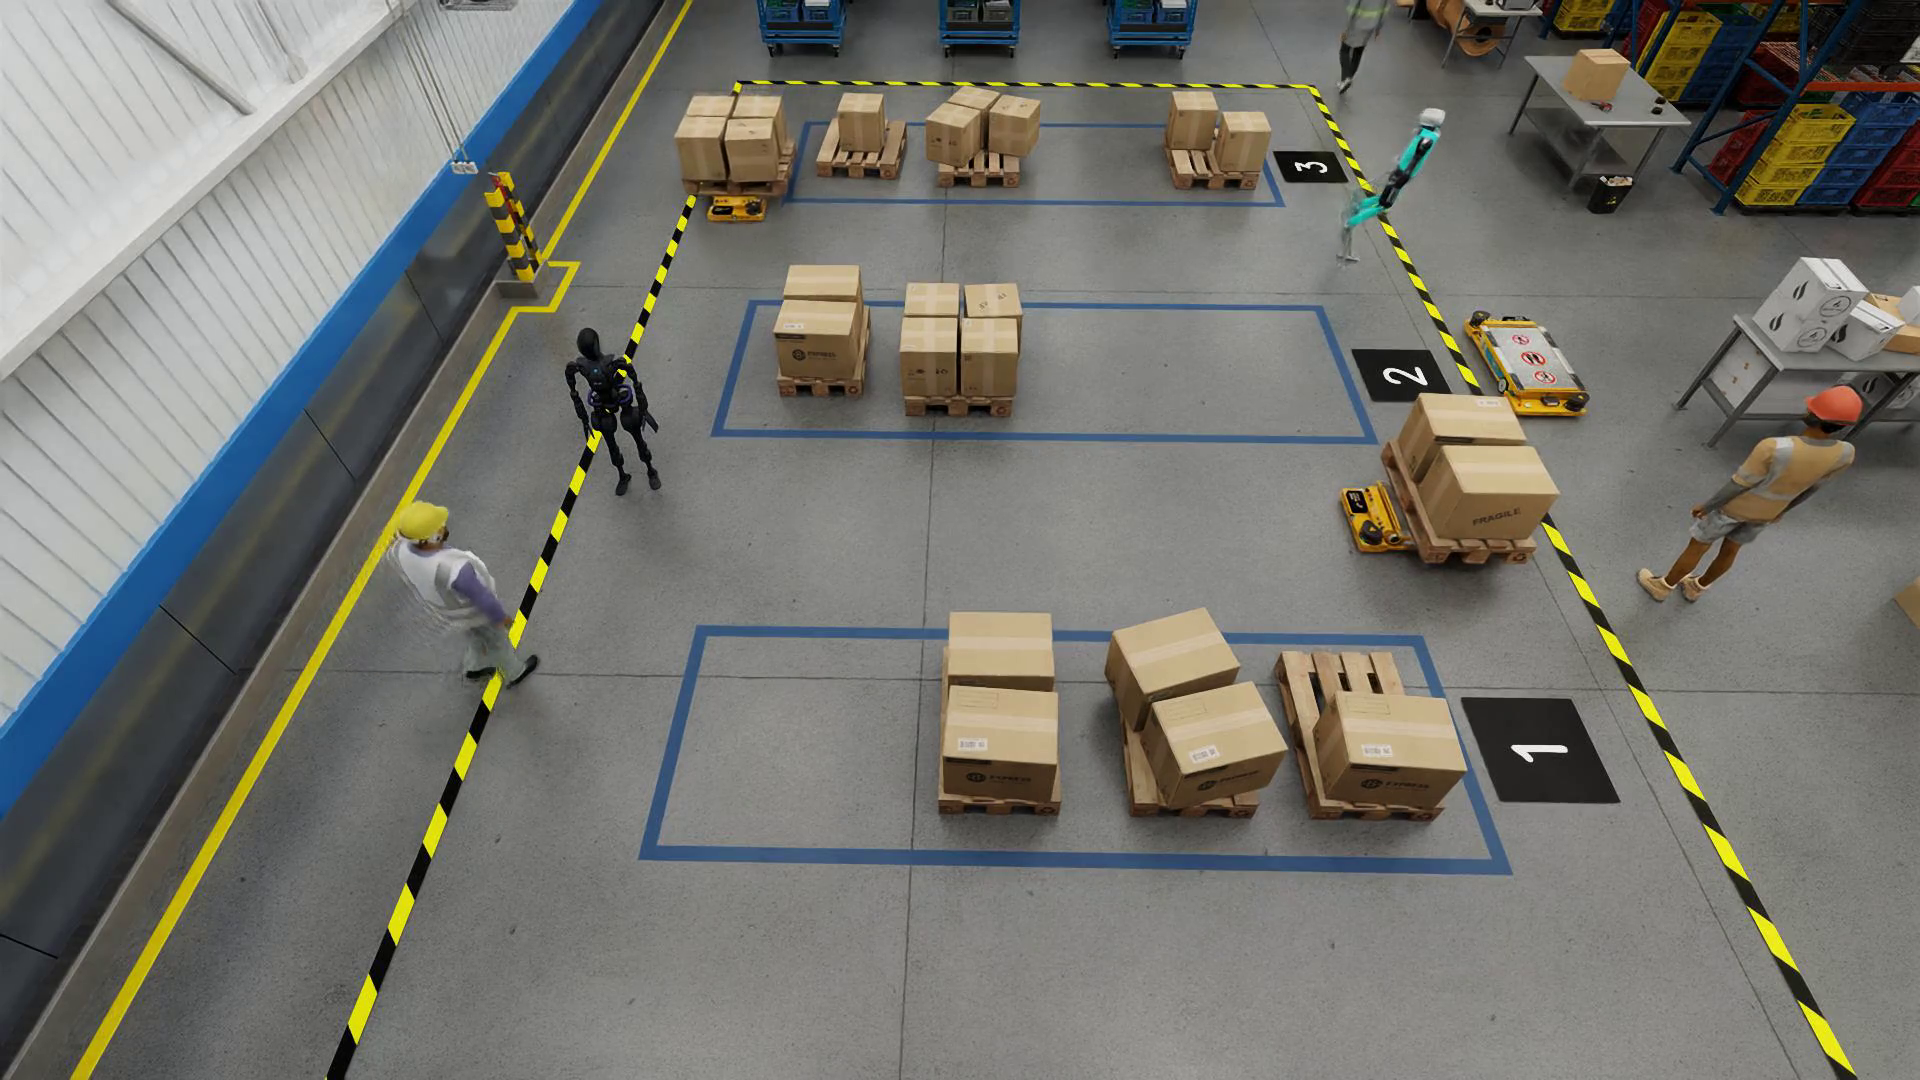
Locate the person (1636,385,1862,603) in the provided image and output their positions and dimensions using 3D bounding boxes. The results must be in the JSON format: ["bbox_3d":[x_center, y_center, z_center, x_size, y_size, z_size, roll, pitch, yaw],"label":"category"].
[{"bbox_3d":[5.667,-0.271,6.596,0.613,2.040,0.373,2,49,2],"label":"person"}]

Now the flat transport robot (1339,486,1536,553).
[{"bbox_3d":[4.009,-0.203,7.691,1.431,0.197,0.652,1,49,1],"label":"flat transport robot"}]

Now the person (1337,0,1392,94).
[{"bbox_3d":[5.559,-7.077,12.622,0.593,1.836,0.529,-1,49,0],"label":"person"}]

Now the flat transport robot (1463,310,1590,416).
[{"bbox_3d":[5.573,-1.757,9.054,0.659,0.231,1.431,1,49,1],"label":"flat transport robot"}]

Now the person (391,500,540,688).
[{"bbox_3d":[-3.292,0.416,6.146,0.593,1.821,0.426,22,53,18],"label":"person"}]

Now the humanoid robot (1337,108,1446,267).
[{"bbox_3d":[4.461,-3.735,9.825,0.815,1.811,0.536,20,52,17],"label":"humanoid robot"}]

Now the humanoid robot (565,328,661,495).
[{"bbox_3d":[-2.808,-1.032,7.486,0.599,1.655,0.315,-8,50,-7],"label":"humanoid robot"}]

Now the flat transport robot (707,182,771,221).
[{"bbox_3d":[-2.669,-4.400,11.323,0.652,0.197,1.431,1,49,1],"label":"flat transport robot"}]
